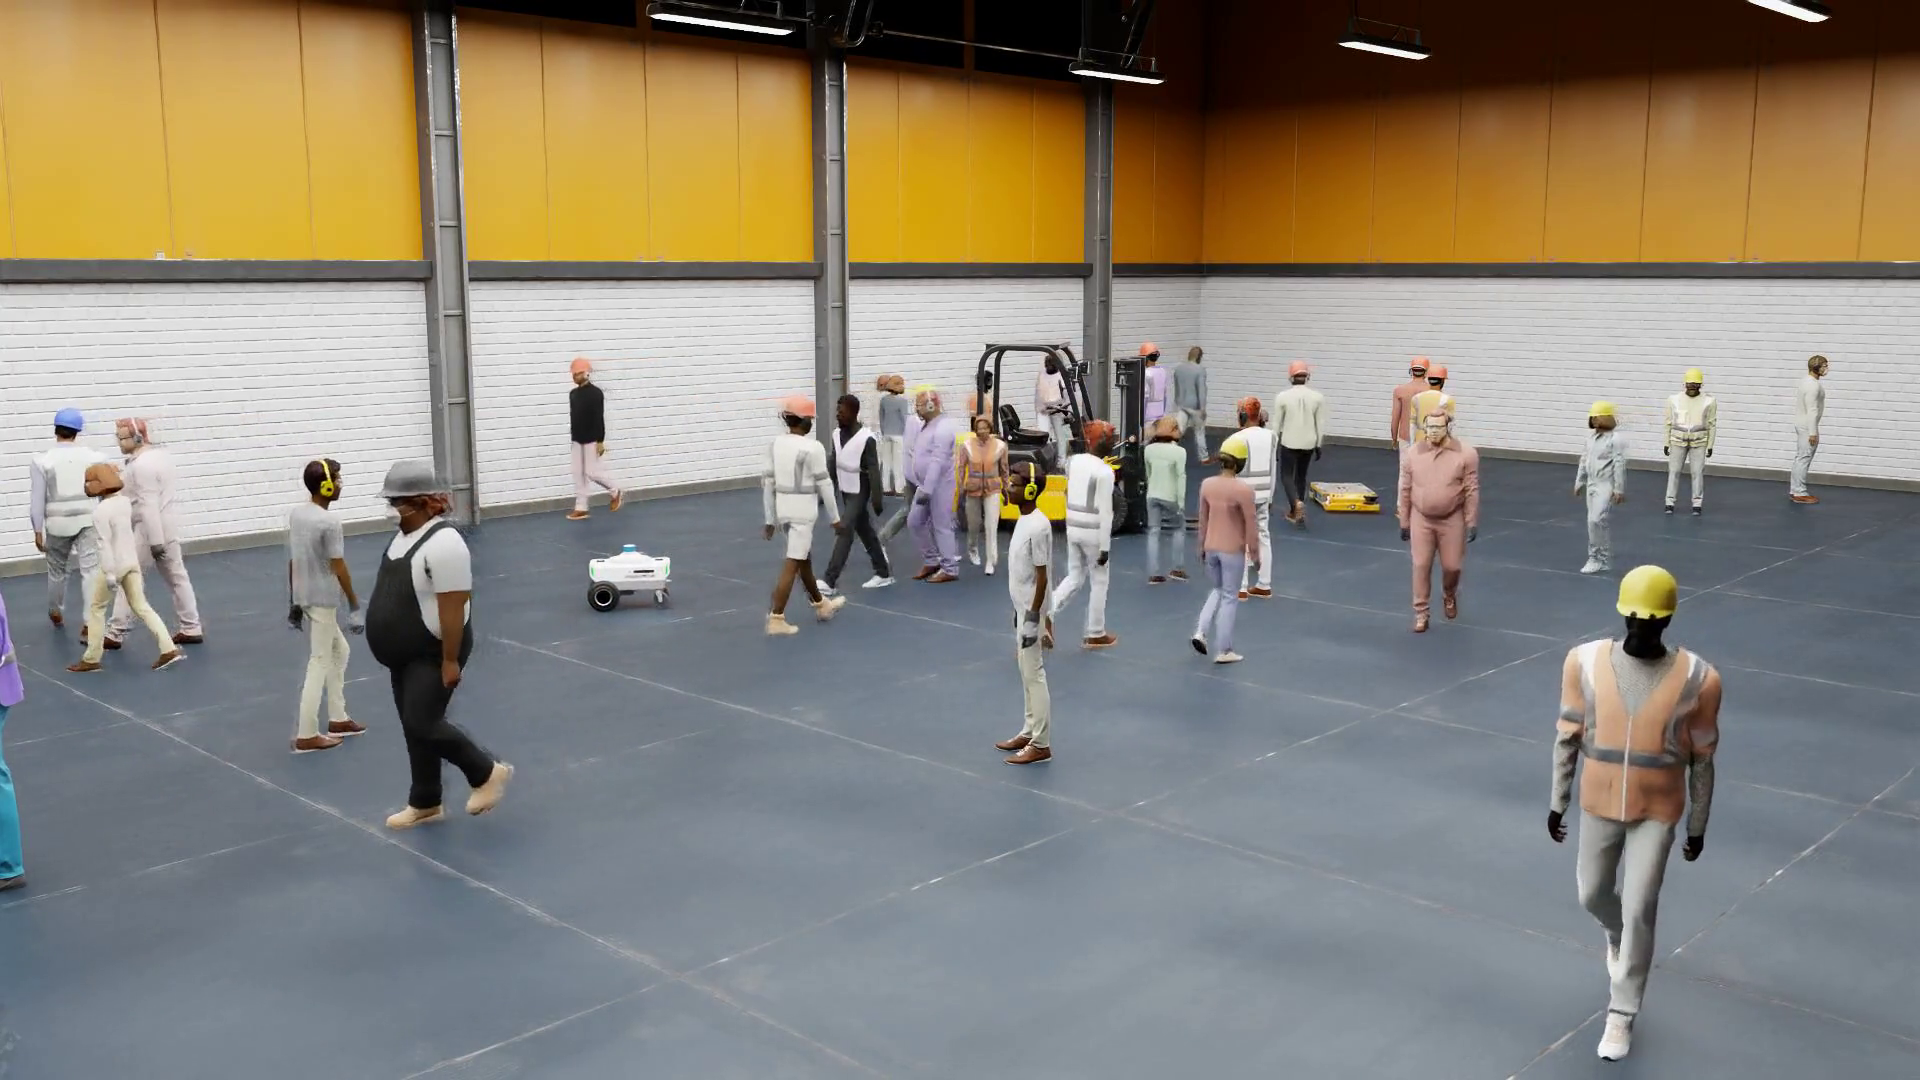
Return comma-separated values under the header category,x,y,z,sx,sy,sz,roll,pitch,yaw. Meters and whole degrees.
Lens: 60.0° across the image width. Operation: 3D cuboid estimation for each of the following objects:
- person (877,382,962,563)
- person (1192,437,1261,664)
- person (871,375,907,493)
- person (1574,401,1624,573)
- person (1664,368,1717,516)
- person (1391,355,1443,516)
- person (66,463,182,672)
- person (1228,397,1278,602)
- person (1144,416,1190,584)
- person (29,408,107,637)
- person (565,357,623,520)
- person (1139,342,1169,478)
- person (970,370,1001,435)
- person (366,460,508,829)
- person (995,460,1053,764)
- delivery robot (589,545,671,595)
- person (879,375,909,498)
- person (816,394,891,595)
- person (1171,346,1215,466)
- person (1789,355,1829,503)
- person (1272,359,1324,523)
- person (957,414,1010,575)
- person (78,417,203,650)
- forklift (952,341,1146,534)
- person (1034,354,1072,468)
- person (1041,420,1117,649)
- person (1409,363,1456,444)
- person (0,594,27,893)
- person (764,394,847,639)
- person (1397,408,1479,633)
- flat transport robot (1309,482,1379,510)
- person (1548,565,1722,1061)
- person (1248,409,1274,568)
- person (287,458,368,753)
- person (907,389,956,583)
category,x,y,z,sx,sy,sz,roll,pitch,yaw
person,-0.471,-0.682,17.072,0.904,1.894,0.597,-2,10,-14
person,2.072,0.084,12.797,0.357,1.757,0.542,-7,12,-36
person,-0.961,-1.441,22.607,0.822,1.596,0.523,-3,10,-20
person,6.315,-0.520,16.578,0.602,1.722,0.502,-3,10,-20
person,8.995,-1.208,20.515,0.595,1.823,0.403,5,10,26
person,5.557,-1.251,20.234,0.617,1.993,0.396,3,10,17
person,-6.314,0.208,12.512,0.811,1.591,0.481,1,9,6
person,2.650,-0.371,15.209,0.582,1.878,0.343,-5,11,-29
person,2.014,-0.389,16.098,0.492,1.610,0.563,7,12,37
person,-7.367,-0.142,13.767,0.614,1.876,1.048,-7,12,-38
person,-4.497,-1.239,20.227,0.628,1.972,0.678,8,12,39
person,2.595,-1.695,22.816,0.392,2.040,0.611,8,12,40
person,0.269,-1.526,22.948,0.812,1.658,0.519,5,10,27
person,-2.884,0.566,8.954,0.602,2.000,0.695,-8,12,-40
person,0.405,0.442,10.224,0.328,1.877,0.521,-1,9,-6
delivery robot,-2.960,0.285,14.932,0.707,0.478,0.477,-2,9,-10
person,-0.859,-1.368,22.062,0.502,1.631,0.286,9,13,42
person,-1.044,-0.430,15.592,1.016,1.865,0.592,-6,11,-33
person,3.487,-2.010,25.322,1.047,1.866,0.697,-9,13,-43
person,11.020,-1.436,21.587,0.368,1.934,0.630,3,10,20
person,4.004,-1.146,19.676,0.621,1.970,0.780,-1,9,-5
person,0.237,-0.488,16.740,0.530,1.604,0.784,0,9,2
person,-6.560,-0.046,13.224,0.930,1.859,0.672,-2,10,-13
forklift,0.977,-1.223,19.452,2.313,2.155,1.214,2,9,11
person,1.358,-1.852,24.580,0.619,1.793,0.978,4,10,21
person,0.949,-0.022,13.106,0.762,1.865,0.600,-7,11,-36
person,5.559,-1.105,19.522,0.551,1.932,0.378,8,12,39
person,-4.761,0.804,8.088,0.373,1.843,0.570,-5,11,-30
person,-1.277,-0.214,13.882,0.616,1.988,1.046,9,13,43
person,4.021,-0.178,13.994,0.682,1.888,0.561,3,10,20
flat transport robot,4.912,-0.569,21.323,0.652,0.197,1.431,1,9,3
person,2.679,1.018,6.606,0.596,1.907,0.789,6,11,34
person,2.943,-0.517,16.859,0.410,1.629,0.531,-7,12,-37
person,-3.981,0.402,10.554,0.548,1.843,0.710,8,12,40
person,-0.273,-0.507,16.026,0.527,1.881,0.636,-4,10,-22
